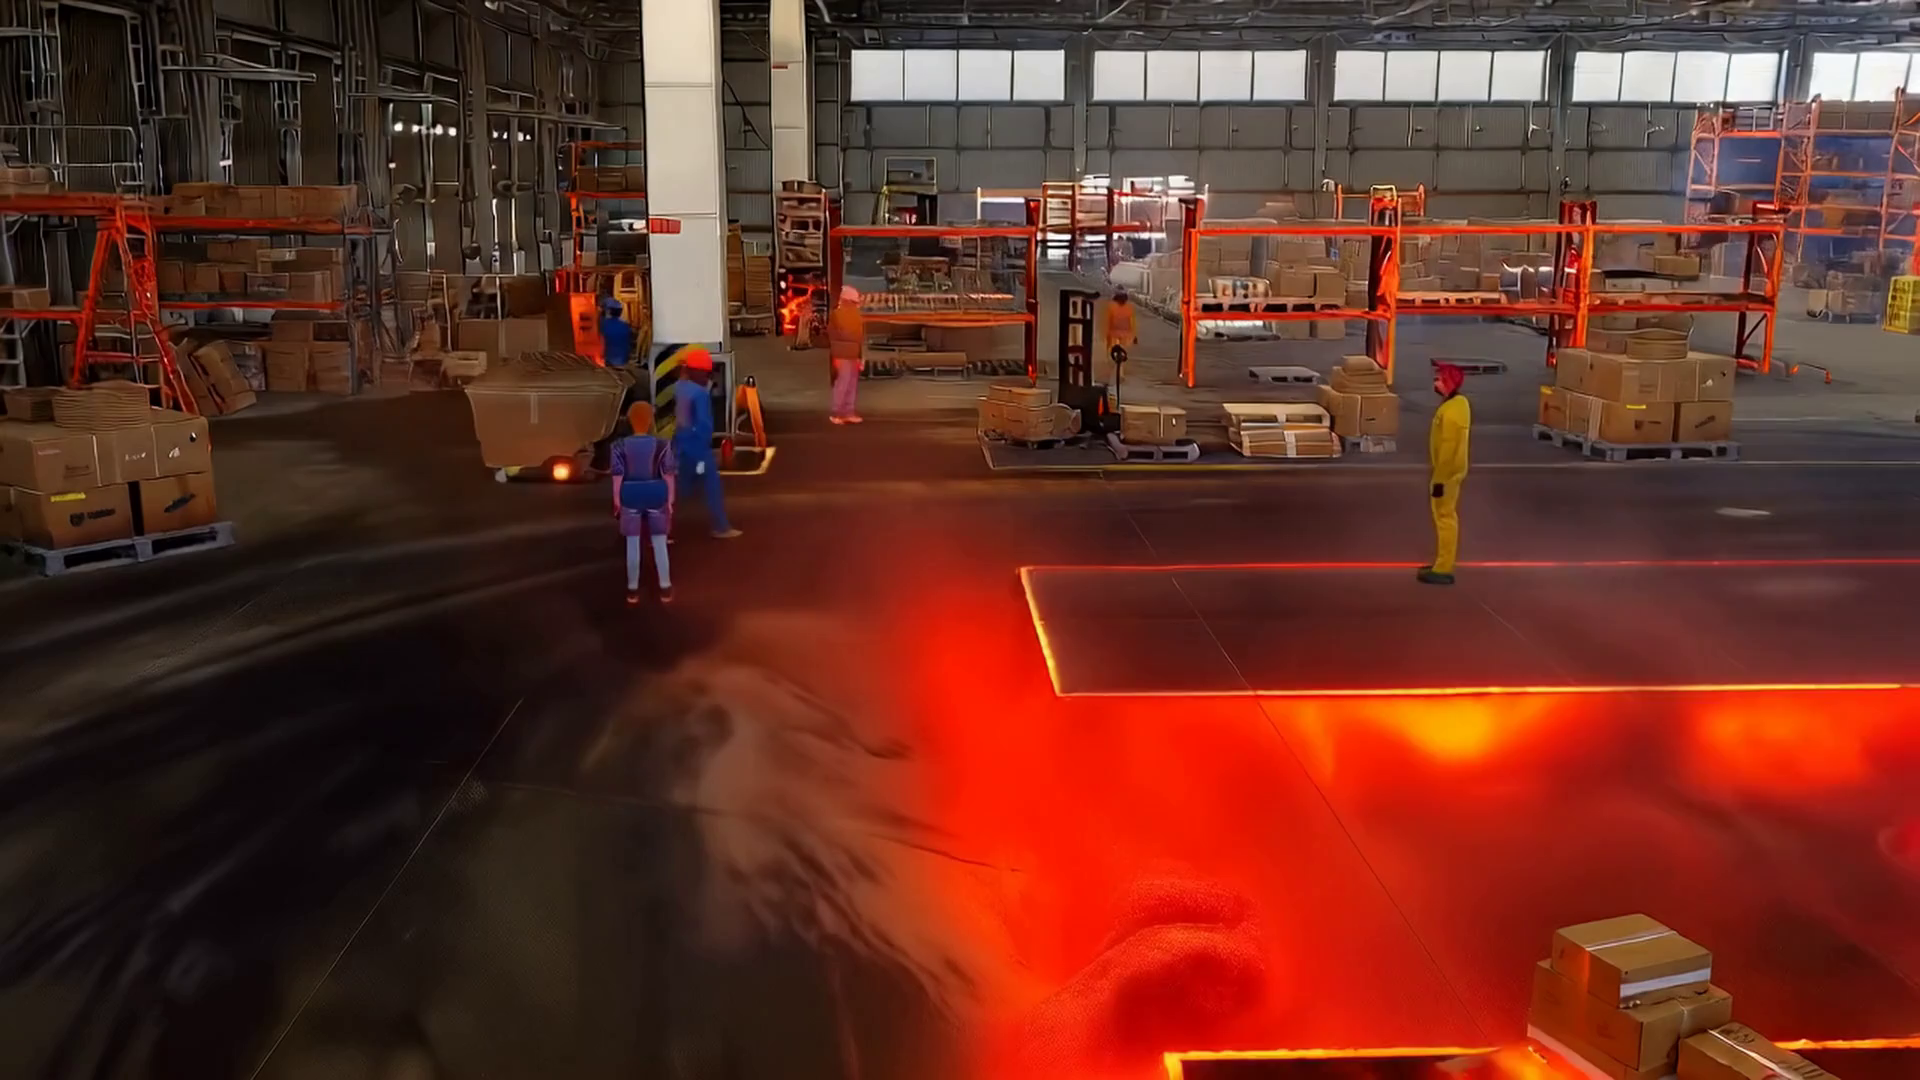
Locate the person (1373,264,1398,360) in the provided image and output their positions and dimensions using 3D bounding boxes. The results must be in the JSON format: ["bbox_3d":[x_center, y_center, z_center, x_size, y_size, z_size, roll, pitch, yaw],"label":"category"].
[{"bbox_3d":[8.082,-4.323,31.597,0.510,1.844,0.336,-5,13,-22],"label":"person"}]

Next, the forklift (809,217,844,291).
[{"bbox_3d":[-4.375,-8.619,48.637,1.873,2.768,1.129,0,12,-2],"label":"forklift"}]

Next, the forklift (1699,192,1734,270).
[{"bbox_3d":[27.551,-11.201,60.292,1.873,2.768,1.129,0,12,-2],"label":"forklift"}]

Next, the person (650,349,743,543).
[{"bbox_3d":[-2.587,-0.903,16.064,0.905,1.892,0.585,-11,16,-40],"label":"person"}]

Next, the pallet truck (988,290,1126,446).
[{"bbox_3d":[1.257,-2.299,22.111,1.885,1.965,0.823,-9,15,-35],"label":"pallet truck"}]

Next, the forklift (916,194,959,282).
[{"bbox_3d":[-1.064,-9.830,54.104,1.873,2.768,1.129,-7,14,-28],"label":"forklift"}]

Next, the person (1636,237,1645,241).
[{"bbox_3d":[17.462,-6.838,42.798,0.553,1.915,0.746,-2,13,-8],"label":"person"}]

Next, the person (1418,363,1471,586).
[{"bbox_3d":[4.226,-0.574,14.476,0.376,1.933,0.636,4,13,19],"label":"person"}]

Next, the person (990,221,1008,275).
[{"bbox_3d":[1.356,-10.135,57.713,0.646,1.894,0.668,-2,13,-7],"label":"person"}]

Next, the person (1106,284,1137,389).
[{"bbox_3d":[2.681,-3.365,27.554,0.501,1.720,0.701,-1,13,-4],"label":"person"}]

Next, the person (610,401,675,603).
[{"bbox_3d":[-2.623,-0.311,13.816,0.533,1.697,0.319,-1,13,-6],"label":"person"}]

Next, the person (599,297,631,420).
[{"bbox_3d":[-4.989,-2.635,24.165,0.533,1.765,0.329,8,15,33],"label":"person"}]

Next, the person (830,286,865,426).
[{"bbox_3d":[-1.568,-2.600,23.555,0.476,1.972,0.642,10,16,38],"label":"person"}]

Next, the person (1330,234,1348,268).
[{"bbox_3d":[12.372,-9.379,54.398,0.600,1.856,1.022,6,14,24],"label":"person"}]

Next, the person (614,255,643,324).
[{"bbox_3d":[-6.921,-5.032,34.784,0.591,1.845,0.915,-2,13,-8],"label":"person"}]
